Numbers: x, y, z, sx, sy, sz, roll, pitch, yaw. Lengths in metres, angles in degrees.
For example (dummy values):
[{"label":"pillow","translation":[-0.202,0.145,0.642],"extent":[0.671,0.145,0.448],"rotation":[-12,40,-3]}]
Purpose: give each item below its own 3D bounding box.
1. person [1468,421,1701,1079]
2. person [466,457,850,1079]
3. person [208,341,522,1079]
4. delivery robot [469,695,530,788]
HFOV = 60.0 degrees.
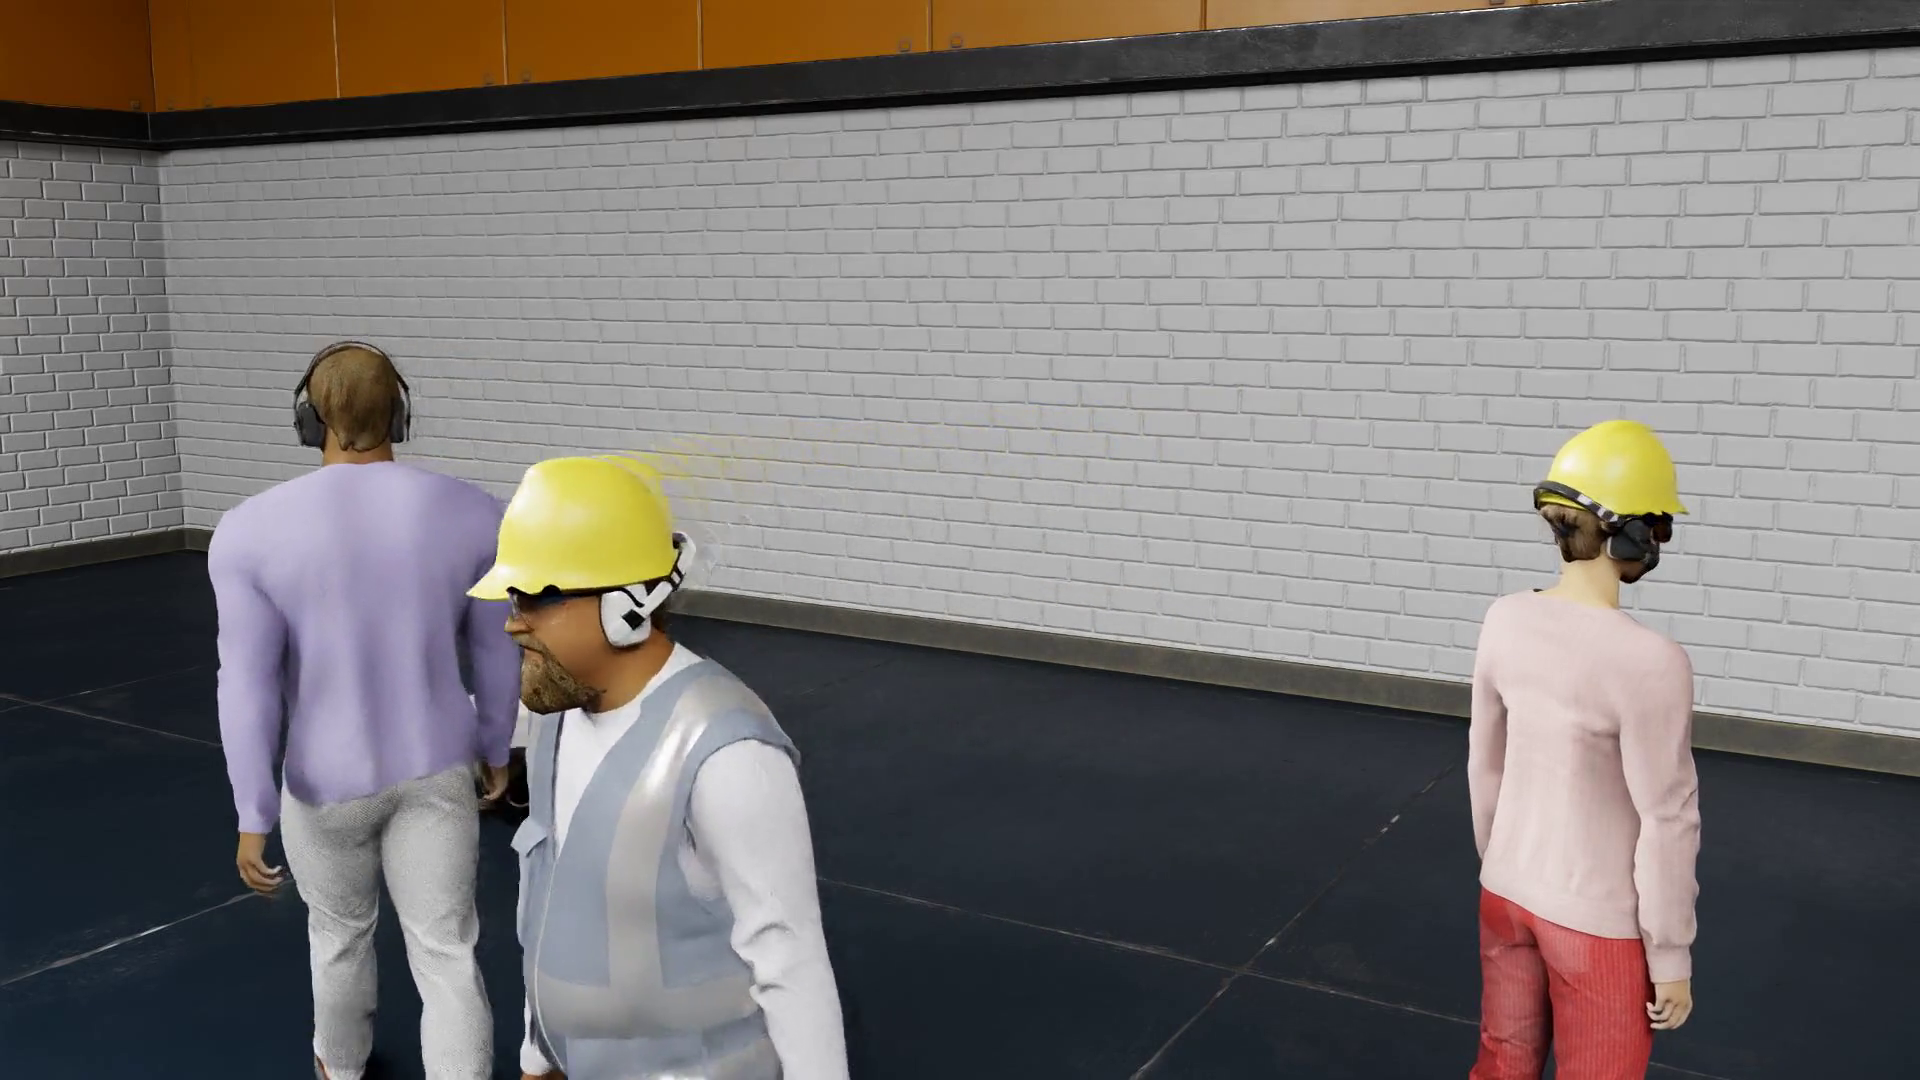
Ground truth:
[{"label":"person","translation":[1.130,0.667,3.018],"extent":[0.318,1.767,0.529],"rotation":[-3,10,-20]},{"label":"person","translation":[-0.452,0.756,2.438],"extent":[0.980,1.768,0.606],"rotation":[-6,11,-35]},{"label":"person","translation":[-1.278,0.506,3.680],"extent":[0.648,1.881,1.067],"rotation":[-5,10,-28]},{"label":"delivery robot","translation":[-1.943,0.731,6.092],"extent":[0.707,0.478,0.477],"rotation":[-9,13,-43]}]
